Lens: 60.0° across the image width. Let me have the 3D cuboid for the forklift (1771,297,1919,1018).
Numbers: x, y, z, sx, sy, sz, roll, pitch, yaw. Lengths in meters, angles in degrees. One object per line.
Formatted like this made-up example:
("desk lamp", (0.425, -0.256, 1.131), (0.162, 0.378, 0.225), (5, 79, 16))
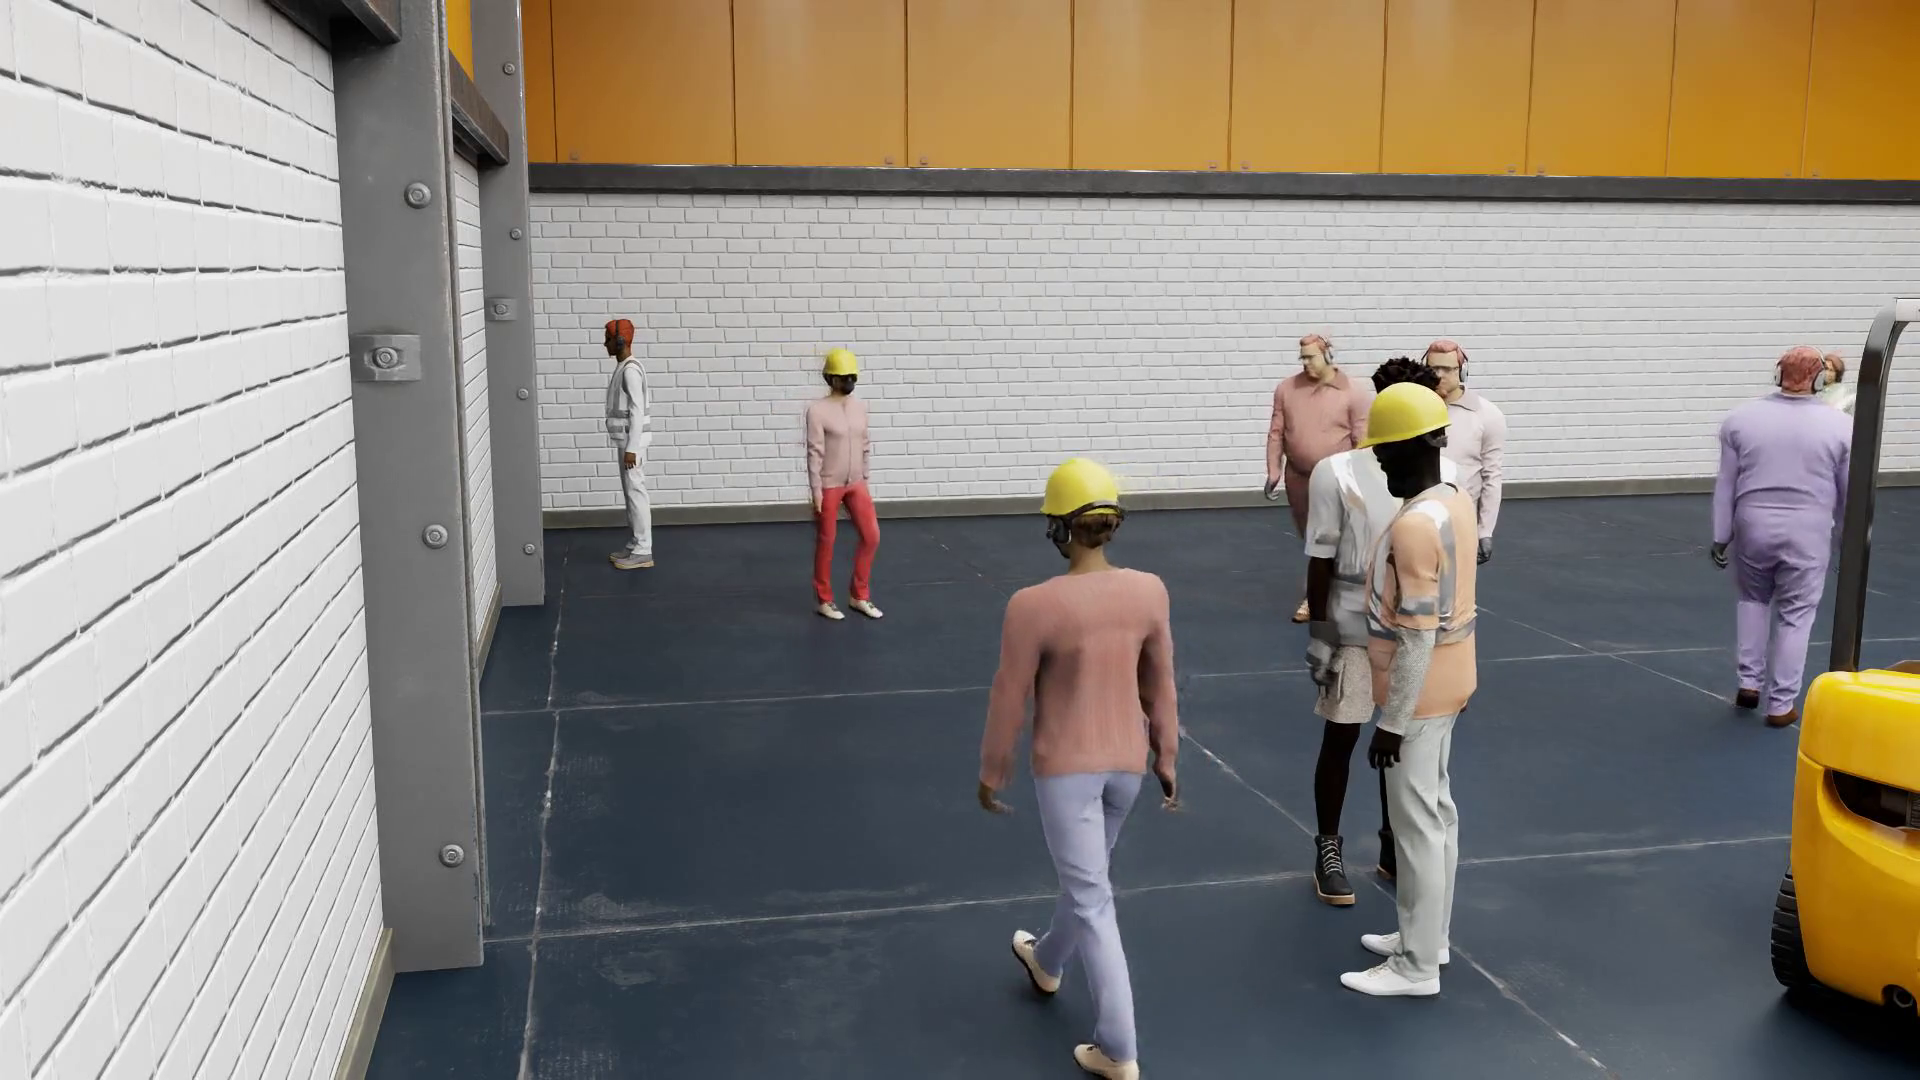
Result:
("forklift", (3.542, 0.334, 5.177), (2.313, 2.155, 1.214), (-9, 13, -43))

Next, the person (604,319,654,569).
("person", (-2.506, -0.727, 12.583), (0.339, 1.882, 0.581), (-3, 10, -16))

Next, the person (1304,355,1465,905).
("person", (1.519, 0.325, 5.947), (0.600, 1.959, 0.384), (-2, 10, -12))

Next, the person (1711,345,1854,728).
("person", (4.121, -0.022, 8.270), (0.669, 1.886, 0.516), (7, 12, 36))

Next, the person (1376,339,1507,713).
("person", (2.435, -0.074, 8.541), (0.643, 1.908, 0.411), (4, 10, 24))

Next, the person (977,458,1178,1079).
("person", (0.300, 0.624, 4.799), (0.551, 1.721, 0.870), (-5, 11, -30))

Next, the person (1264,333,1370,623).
("person", (2.374, -0.441, 10.951), (0.631, 1.861, 0.993), (6, 11, 33))

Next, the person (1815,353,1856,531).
("person", (6.778, -0.665, 13.039), (0.761, 1.614, 0.503), (-7, 12, -36))

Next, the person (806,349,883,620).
("person", (-0.729, -0.338, 10.600), (0.557, 1.746, 0.588), (-9, 13, -42))

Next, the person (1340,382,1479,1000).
("person", (1.400, 0.471, 5.182), (0.382, 1.917, 0.585), (5, 10, 27))
